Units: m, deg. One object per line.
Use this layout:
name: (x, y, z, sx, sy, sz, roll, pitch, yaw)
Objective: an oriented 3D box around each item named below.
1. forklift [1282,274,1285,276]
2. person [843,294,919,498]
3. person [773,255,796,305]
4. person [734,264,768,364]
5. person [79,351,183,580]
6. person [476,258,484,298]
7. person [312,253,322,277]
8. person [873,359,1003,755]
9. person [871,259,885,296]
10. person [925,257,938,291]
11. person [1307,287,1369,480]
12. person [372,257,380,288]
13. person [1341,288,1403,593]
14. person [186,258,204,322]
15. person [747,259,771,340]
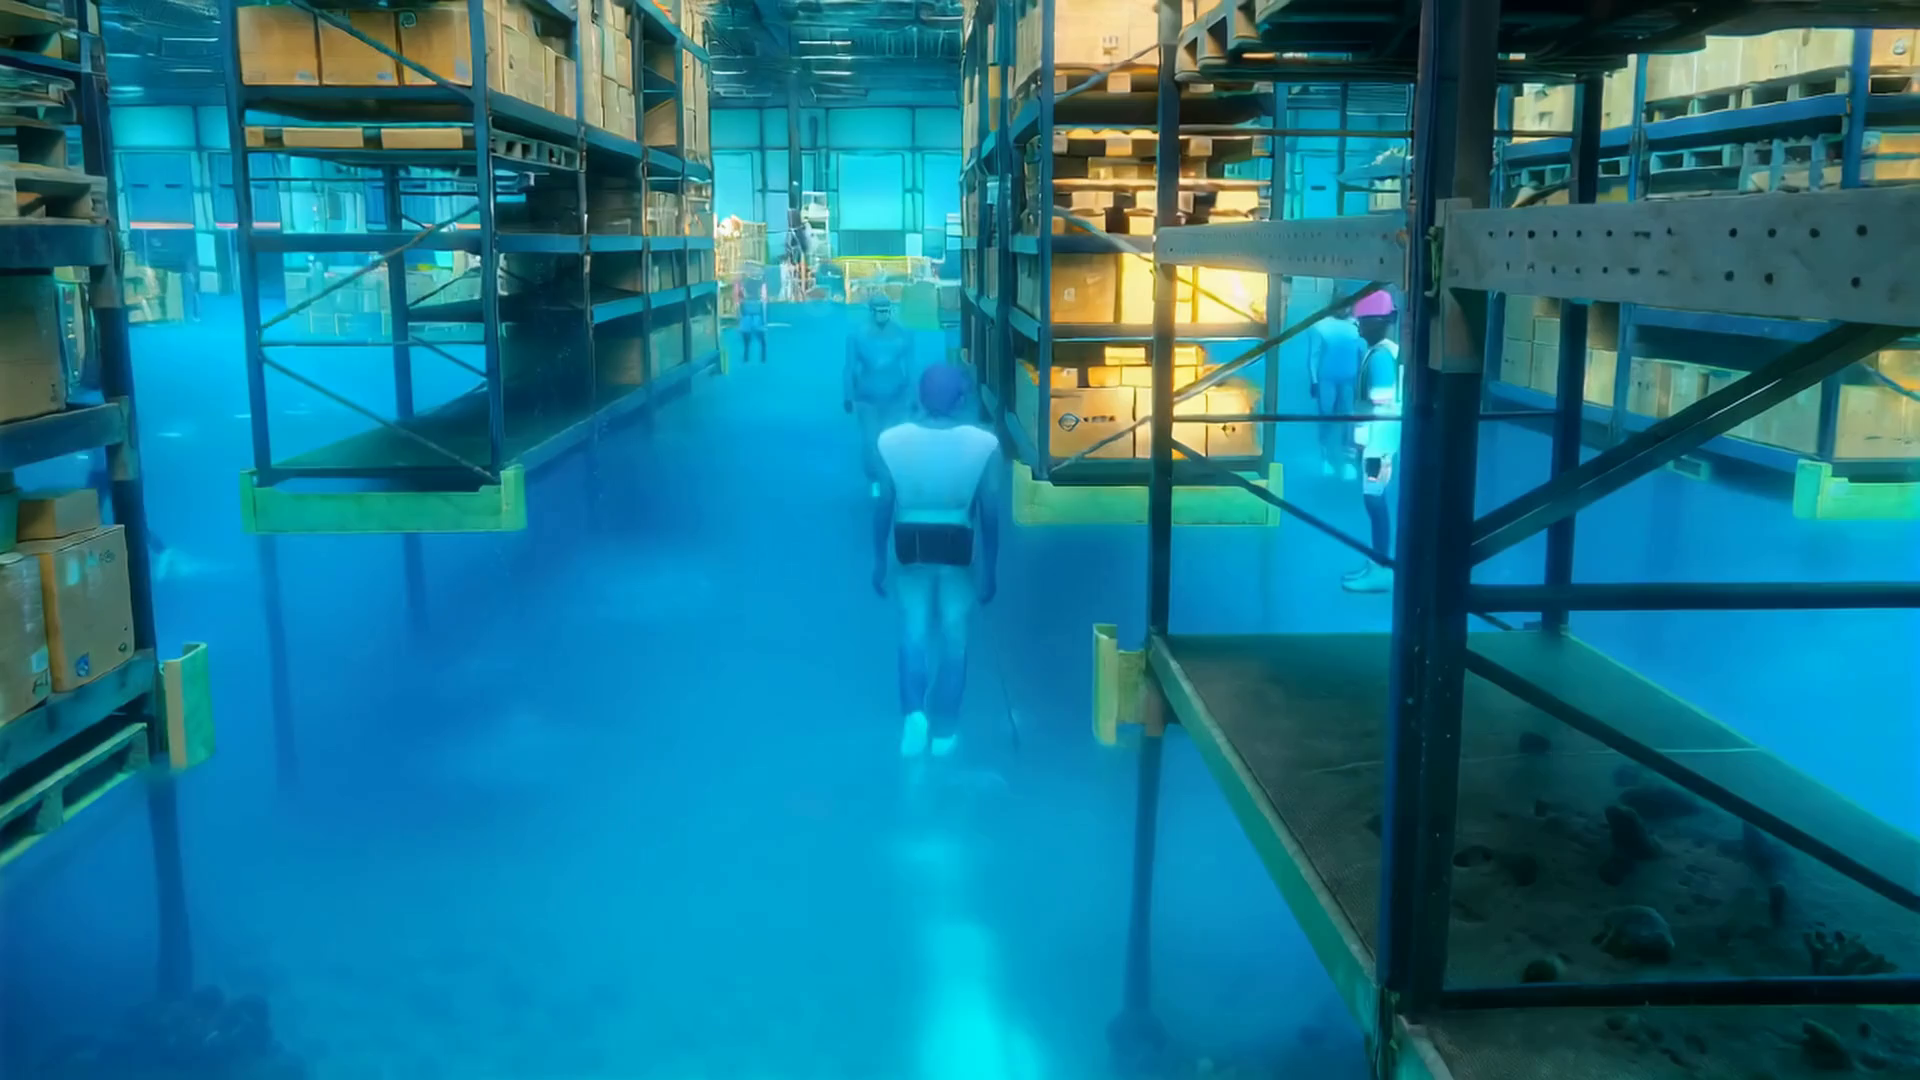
forklift: (12.317, -10.212, 62.011, 1.129, 2.768, 1.873, -3, 11, -17)
person: (-0.711, -1.328, 15.366, 0.677, 1.850, 0.996, -2, 10, -12)
person: (-6.553, -9.663, 61.806, 0.806, 1.864, 0.587, -2, 10, -12)
person: (-4.024, -4.351, 32.078, 0.621, 1.916, 0.664, -9, 13, -40)
person: (-5.772, -0.487, 11.386, 0.737, 1.609, 0.503, 2, 10, 12)
person: (-14.941, -7.938, 52.266, 0.533, 1.830, 0.646, -4, 11, -23)
person: (-26.040, -10.692, 67.338, 0.365, 1.927, 0.588, 1, 10, 7)
person: (-0.103, 0.102, 7.496, 0.593, 1.822, 0.552, 1, 10, 6)
person: (-2.847, -8.833, 57.504, 0.492, 1.740, 0.325, 4, 11, 24)
person: (-0.962, -8.375, 54.659, 0.507, 1.846, 0.345, 8, 13, 38)
person: (3.745, -1.536, 16.428, 0.629, 1.886, 0.990, 1, 10, 6)
person: (-22.403, -9.976, 63.806, 0.393, 1.753, 0.552, -2, 10, -13)
person: (2.759, -0.663, 11.149, 0.384, 2.040, 0.614, 2, 10, 14)
person: (-22.380, -7.299, 48.639, 0.400, 1.851, 0.564, 1, 10, 4)
person: (-4.785, -5.706, 39.591, 0.713, 1.911, 0.587, -2, 10, -12)
